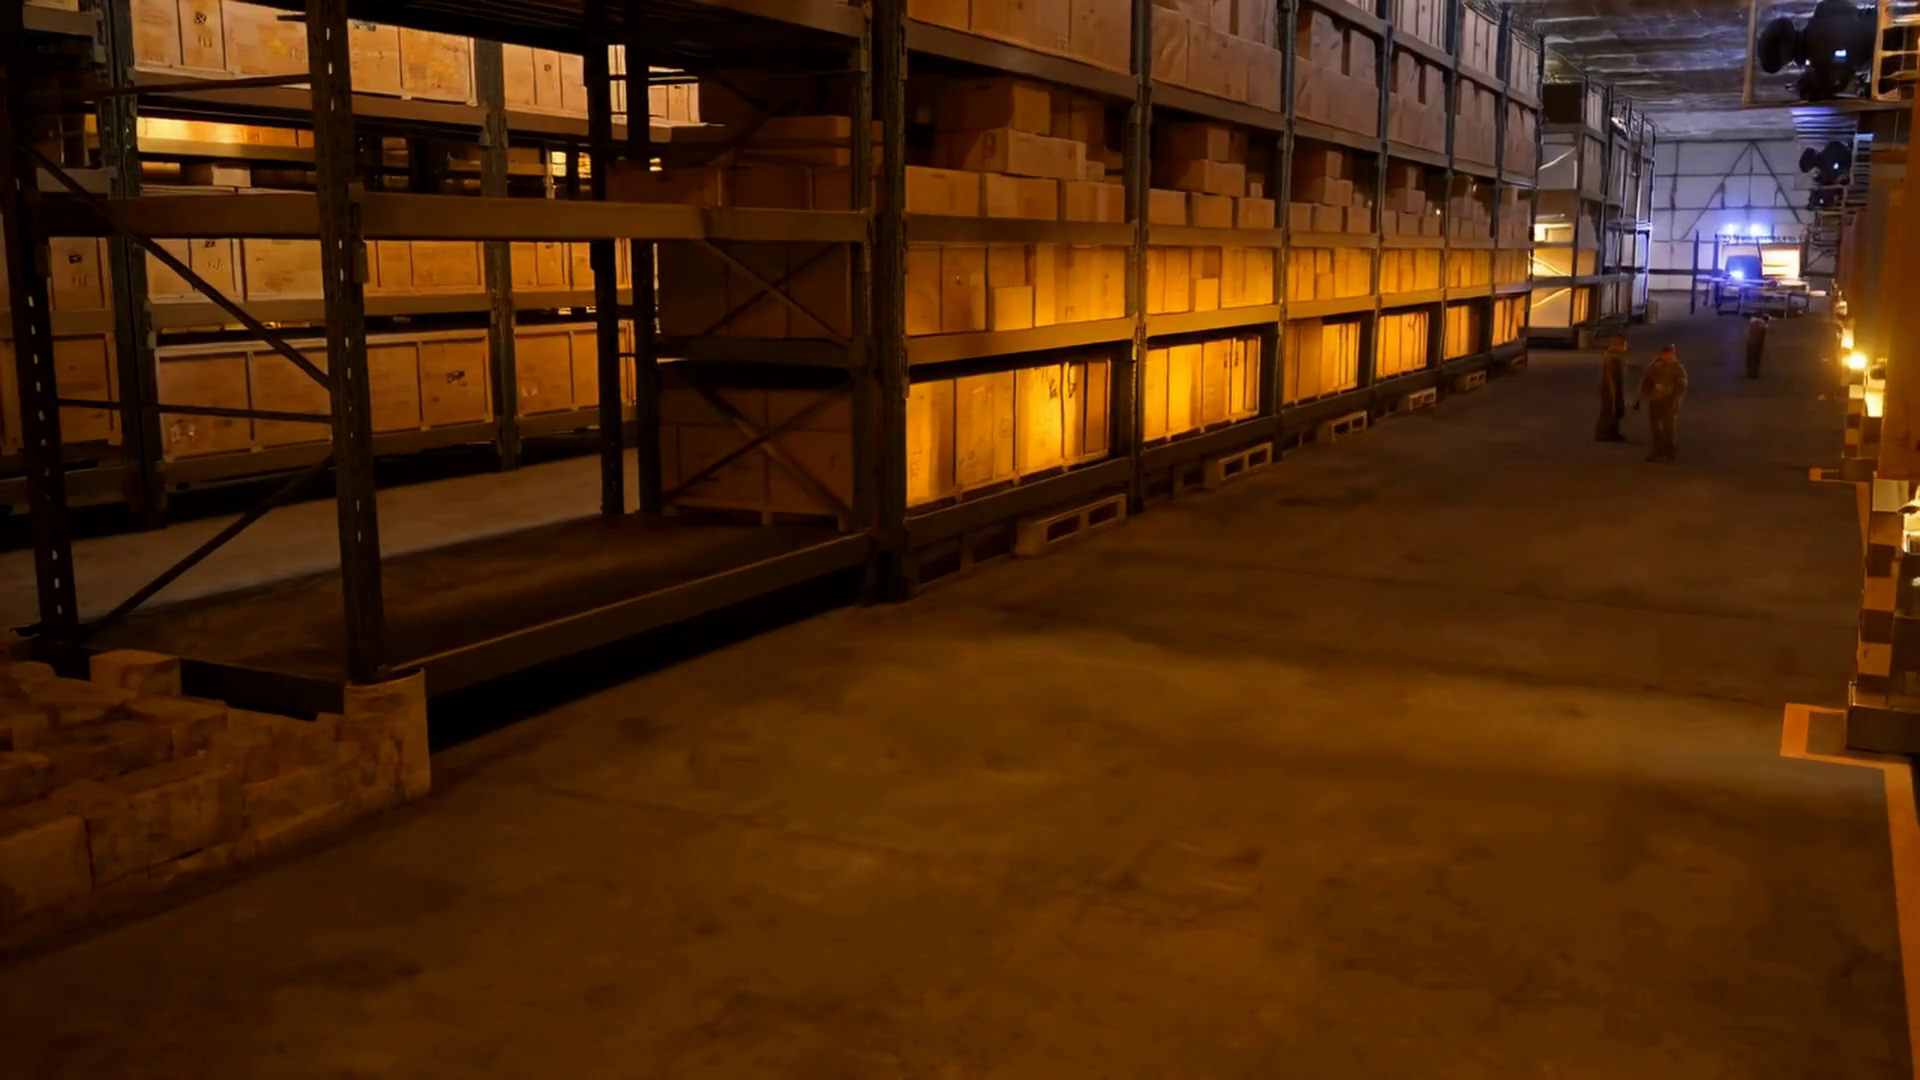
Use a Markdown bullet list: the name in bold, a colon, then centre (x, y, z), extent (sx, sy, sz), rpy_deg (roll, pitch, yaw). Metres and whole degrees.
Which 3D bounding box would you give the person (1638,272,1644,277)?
- **person**: centre (36.367, -13.976, 88.880), extent (0.510, 1.629, 0.317), rpy_deg (1, 10, 6)

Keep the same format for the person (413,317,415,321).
- **person**: centre (-10.158, -4.077, 31.585), extent (0.532, 1.615, 0.611), rpy_deg (5, 11, 25)
